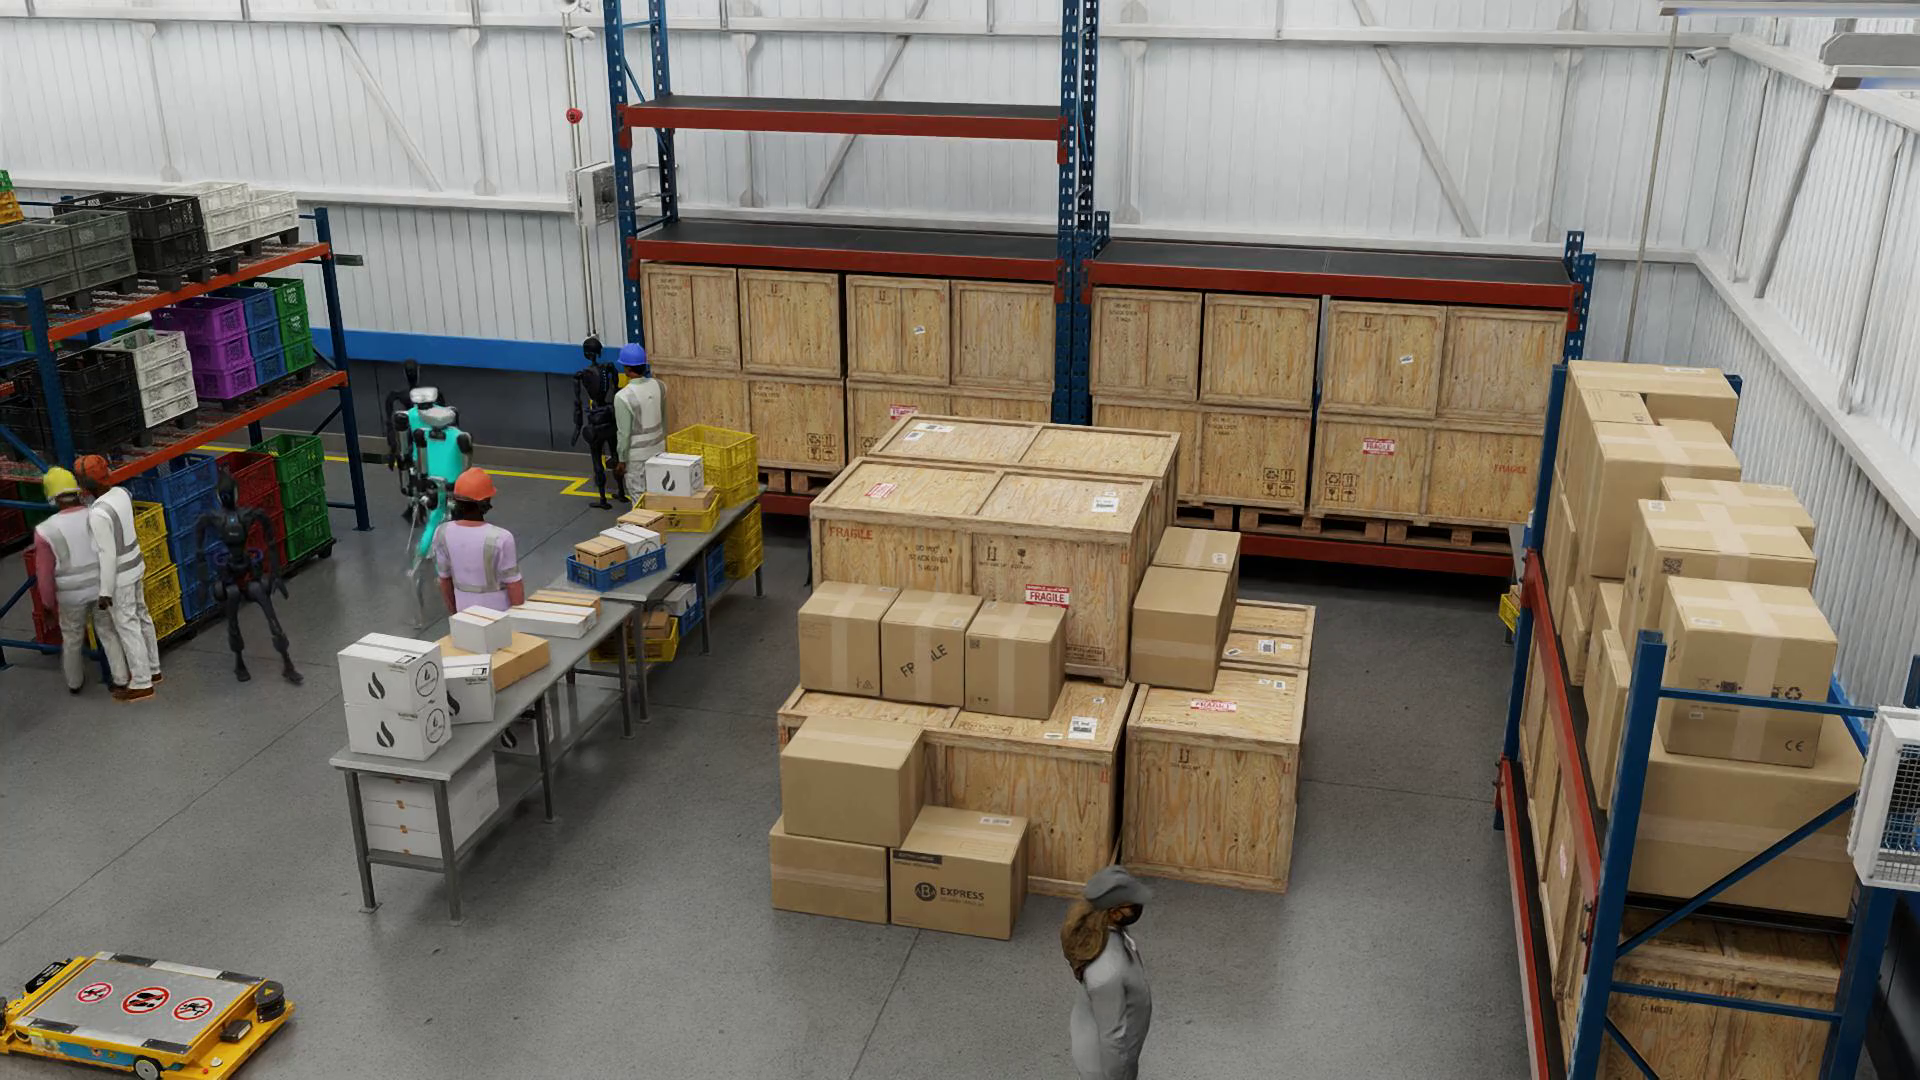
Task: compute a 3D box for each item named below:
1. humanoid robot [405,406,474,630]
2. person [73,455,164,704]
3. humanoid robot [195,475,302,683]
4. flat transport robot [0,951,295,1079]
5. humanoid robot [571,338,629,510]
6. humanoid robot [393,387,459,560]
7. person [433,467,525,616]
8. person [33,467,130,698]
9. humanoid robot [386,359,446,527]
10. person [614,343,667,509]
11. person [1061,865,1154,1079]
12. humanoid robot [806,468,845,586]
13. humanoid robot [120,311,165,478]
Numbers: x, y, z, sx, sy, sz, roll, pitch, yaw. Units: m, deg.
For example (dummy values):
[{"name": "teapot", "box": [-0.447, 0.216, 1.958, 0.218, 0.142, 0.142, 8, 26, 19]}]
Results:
[{"name": "humanoid robot", "box": [-4.256, -0.097, 13.360, 0.538, 1.843, 0.843, 7, 22, 18]}, {"name": "person", "box": [-6.112, 0.271, 12.071, 0.354, 1.886, 0.572, -3, 21, -7]}, {"name": "humanoid robot", "box": [-5.312, 0.302, 12.292, 0.616, 1.641, 0.482, -9, 23, -21]}, {"name": "flat transport robot", "box": [-4.270, 2.464, 8.601, 1.431, 0.231, 0.659, 5, 22, 13]}, {"name": "humanoid robot", "box": [-3.470, -1.129, 16.007, 0.315, 1.657, 0.599, 16, 26, 36]}, {"name": "humanoid robot", "box": [-4.621, -0.547, 14.479, 0.543, 1.756, 1.040, -9, 23, -22]}, {"name": "person", "box": [-3.207, 0.491, 11.281, 0.607, 2.044, 0.367, 5, 22, 14]}, {"name": "person", "box": [-6.373, 0.319, 12.060, 0.565, 1.807, 0.620, 18, 27, 39]}, {"name": "humanoid robot", "box": [-5.004, -0.890, 15.435, 0.612, 1.627, 0.498, -10, 23, -24]}, {"name": "person", "box": [-2.824, -0.793, 14.769, 0.381, 1.948, 0.603, 12, 24, 29]}, {"name": "person", "box": [0.622, 2.195, 7.202, 0.396, 1.769, 0.563, 0, 21, 0]}, {"name": "humanoid robot", "box": [-0.909, 0.264, 12.385, 0.615, 1.649, 0.393, 9, 23, 21]}, {"name": "humanoid robot", "box": [-8.328, -1.392, 16.650, 0.807, 1.791, 0.558, -1, 21, -3]}]
